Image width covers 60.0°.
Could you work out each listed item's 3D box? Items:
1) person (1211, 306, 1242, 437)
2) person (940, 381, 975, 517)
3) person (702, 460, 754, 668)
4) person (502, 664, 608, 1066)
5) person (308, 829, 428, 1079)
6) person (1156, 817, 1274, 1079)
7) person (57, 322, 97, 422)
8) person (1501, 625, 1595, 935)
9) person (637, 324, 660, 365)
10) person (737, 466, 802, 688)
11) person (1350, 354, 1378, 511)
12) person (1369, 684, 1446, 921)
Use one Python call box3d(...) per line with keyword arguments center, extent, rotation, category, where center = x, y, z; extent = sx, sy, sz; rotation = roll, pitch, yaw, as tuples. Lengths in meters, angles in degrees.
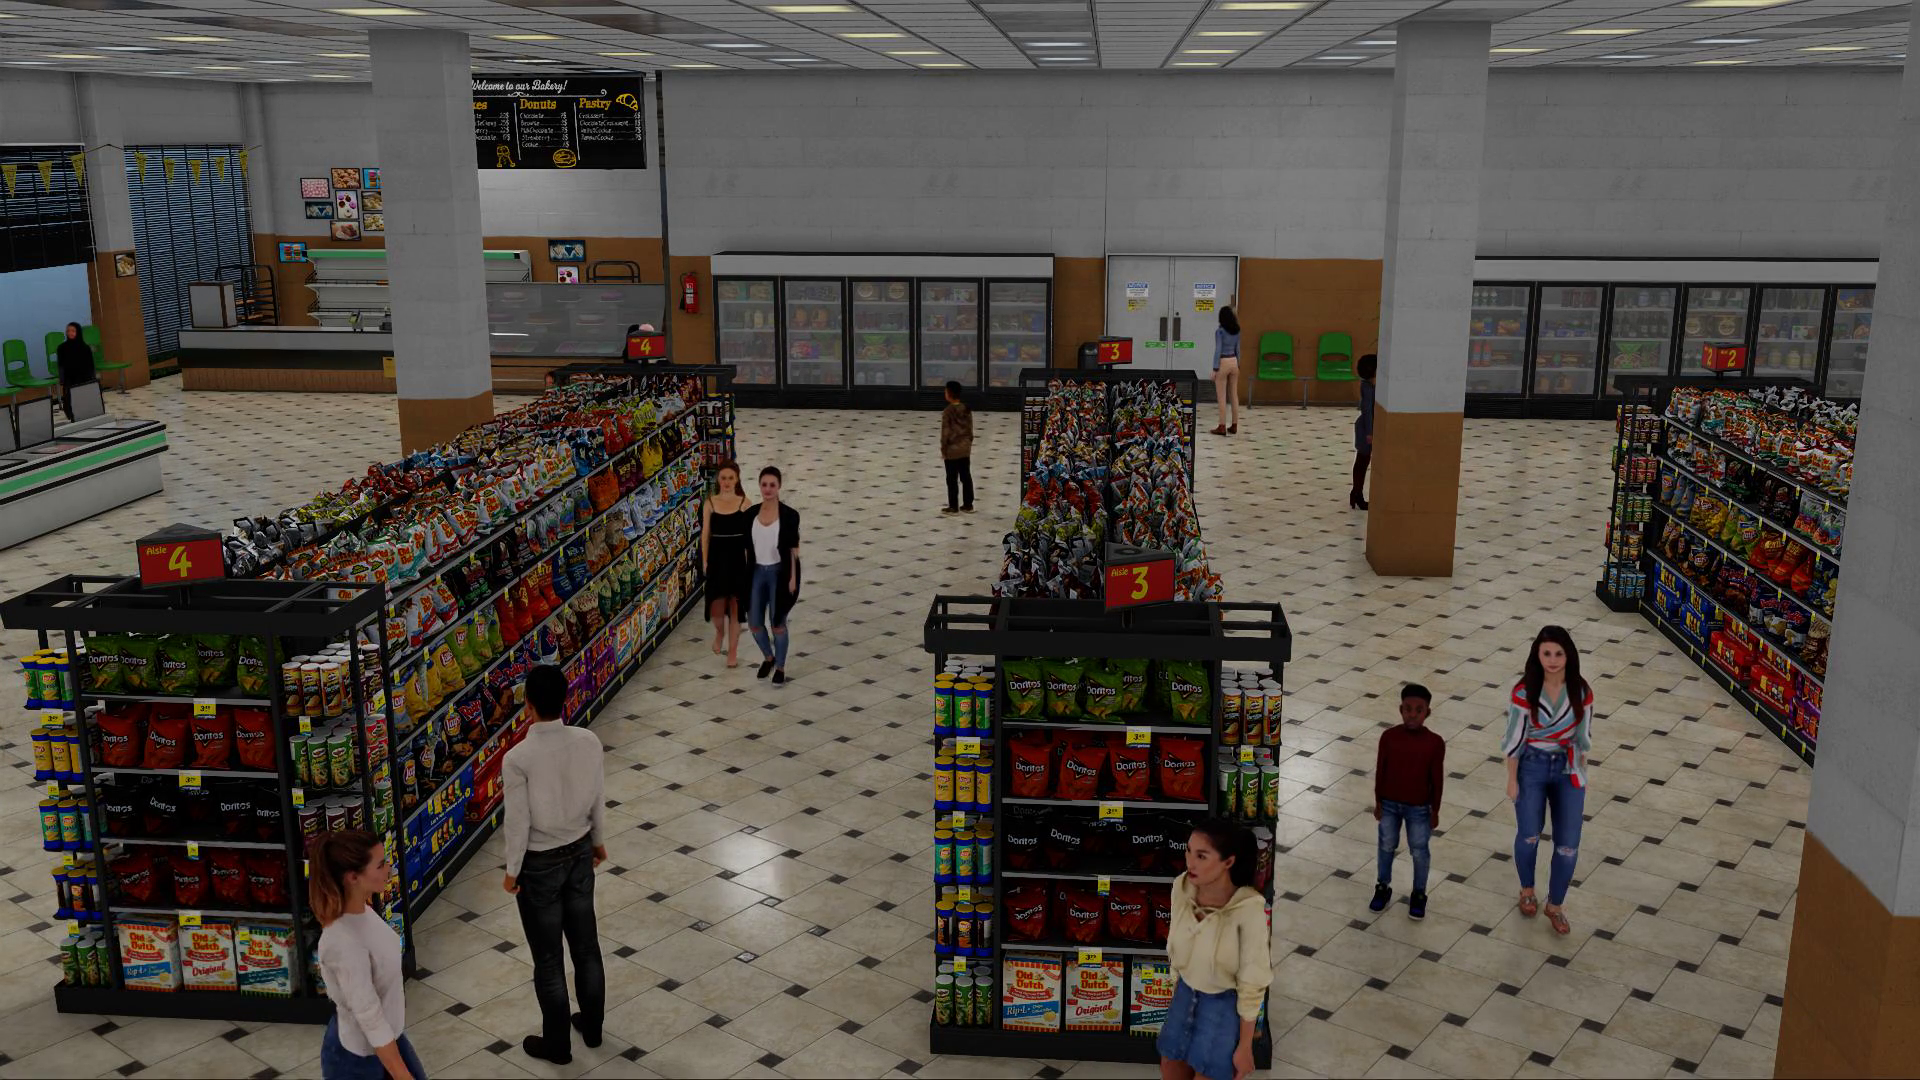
box3d(center=(3.681, -2.336, 22.916), extent=(0.697, 1.773, 0.722), rotation=(-7, 15, -26), category="person")
box3d(center=(-0.022, -0.998, 18.082), extent=(0.665, 1.450, 0.717), rotation=(-10, 17, -35), category="person")
box3d(center=(-1.779, 0.163, 12.946), extent=(0.637, 1.615, 0.752), rotation=(-2, 14, -6), category="person")
box3d(center=(-1.779, 1.422, 7.338), extent=(0.807, 1.811, 0.719), rotation=(13, 19, 43), category="person")
box3d(center=(-2.181, 1.856, 5.837), extent=(0.858, 1.676, 1.084), rotation=(-2, 14, -9), category="person")
box3d(center=(0.996, 1.786, 6.245), extent=(0.929, 1.620, 0.870), rotation=(-11, 18, -39), category="person")
box3d(center=(-11.862, -2.128, 22.425), extent=(0.689, 1.599, 0.923), rotation=(-1, 14, -6), category="person")
box3d(center=(3.055, 1.198, 8.717), extent=(0.630, 1.597, 0.715), rotation=(2, 14, 9), category="person")
box3d(center=(-3.692, -1.717, 20.280), extent=(0.875, 1.811, 1.141), rotation=(-1, 14, -5), category="person")
box3d(center=(-1.385, 0.264, 12.411), extent=(0.639, 1.671, 0.690), rotation=(2, 14, 10), category="person")
box3d(center=(4.484, -1.201, 18.367), extent=(0.672, 1.710, 0.477), rotation=(3, 14, 11), category="person")
box3d(center=(2.353, 1.357, 8.784), extent=(0.559, 1.257, 0.574), rotation=(6, 15, 24), category="person")
